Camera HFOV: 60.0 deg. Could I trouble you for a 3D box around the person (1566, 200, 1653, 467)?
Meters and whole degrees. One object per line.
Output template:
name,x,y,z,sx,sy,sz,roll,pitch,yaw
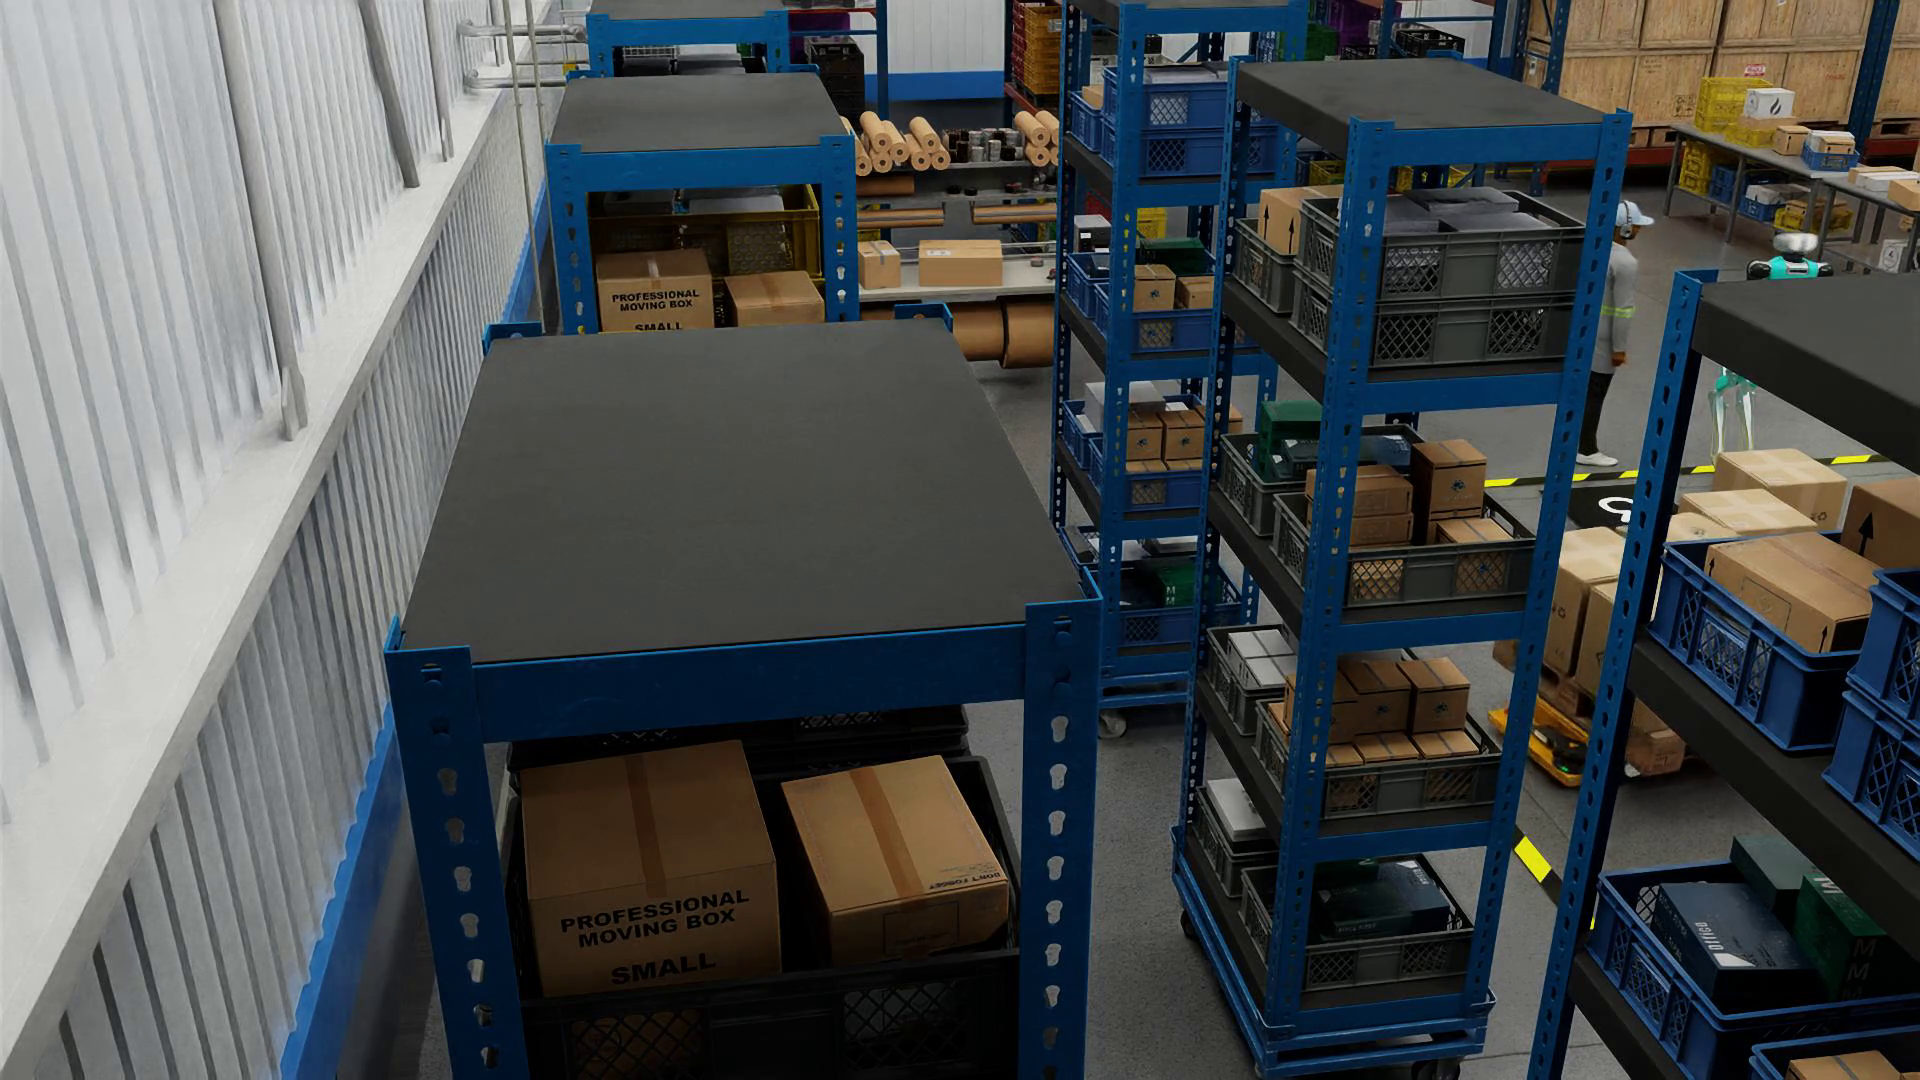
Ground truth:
person,4.460,-1.431,11.516,0.399,1.852,0.589,-4,25,-9

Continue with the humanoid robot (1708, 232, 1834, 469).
humanoid robot,5.371,-1.306,11.215,0.533,1.681,0.735,1,25,2

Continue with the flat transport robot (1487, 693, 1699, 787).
flat transport robot,3.458,0.877,8.359,1.431,0.197,0.652,-8,26,-17
